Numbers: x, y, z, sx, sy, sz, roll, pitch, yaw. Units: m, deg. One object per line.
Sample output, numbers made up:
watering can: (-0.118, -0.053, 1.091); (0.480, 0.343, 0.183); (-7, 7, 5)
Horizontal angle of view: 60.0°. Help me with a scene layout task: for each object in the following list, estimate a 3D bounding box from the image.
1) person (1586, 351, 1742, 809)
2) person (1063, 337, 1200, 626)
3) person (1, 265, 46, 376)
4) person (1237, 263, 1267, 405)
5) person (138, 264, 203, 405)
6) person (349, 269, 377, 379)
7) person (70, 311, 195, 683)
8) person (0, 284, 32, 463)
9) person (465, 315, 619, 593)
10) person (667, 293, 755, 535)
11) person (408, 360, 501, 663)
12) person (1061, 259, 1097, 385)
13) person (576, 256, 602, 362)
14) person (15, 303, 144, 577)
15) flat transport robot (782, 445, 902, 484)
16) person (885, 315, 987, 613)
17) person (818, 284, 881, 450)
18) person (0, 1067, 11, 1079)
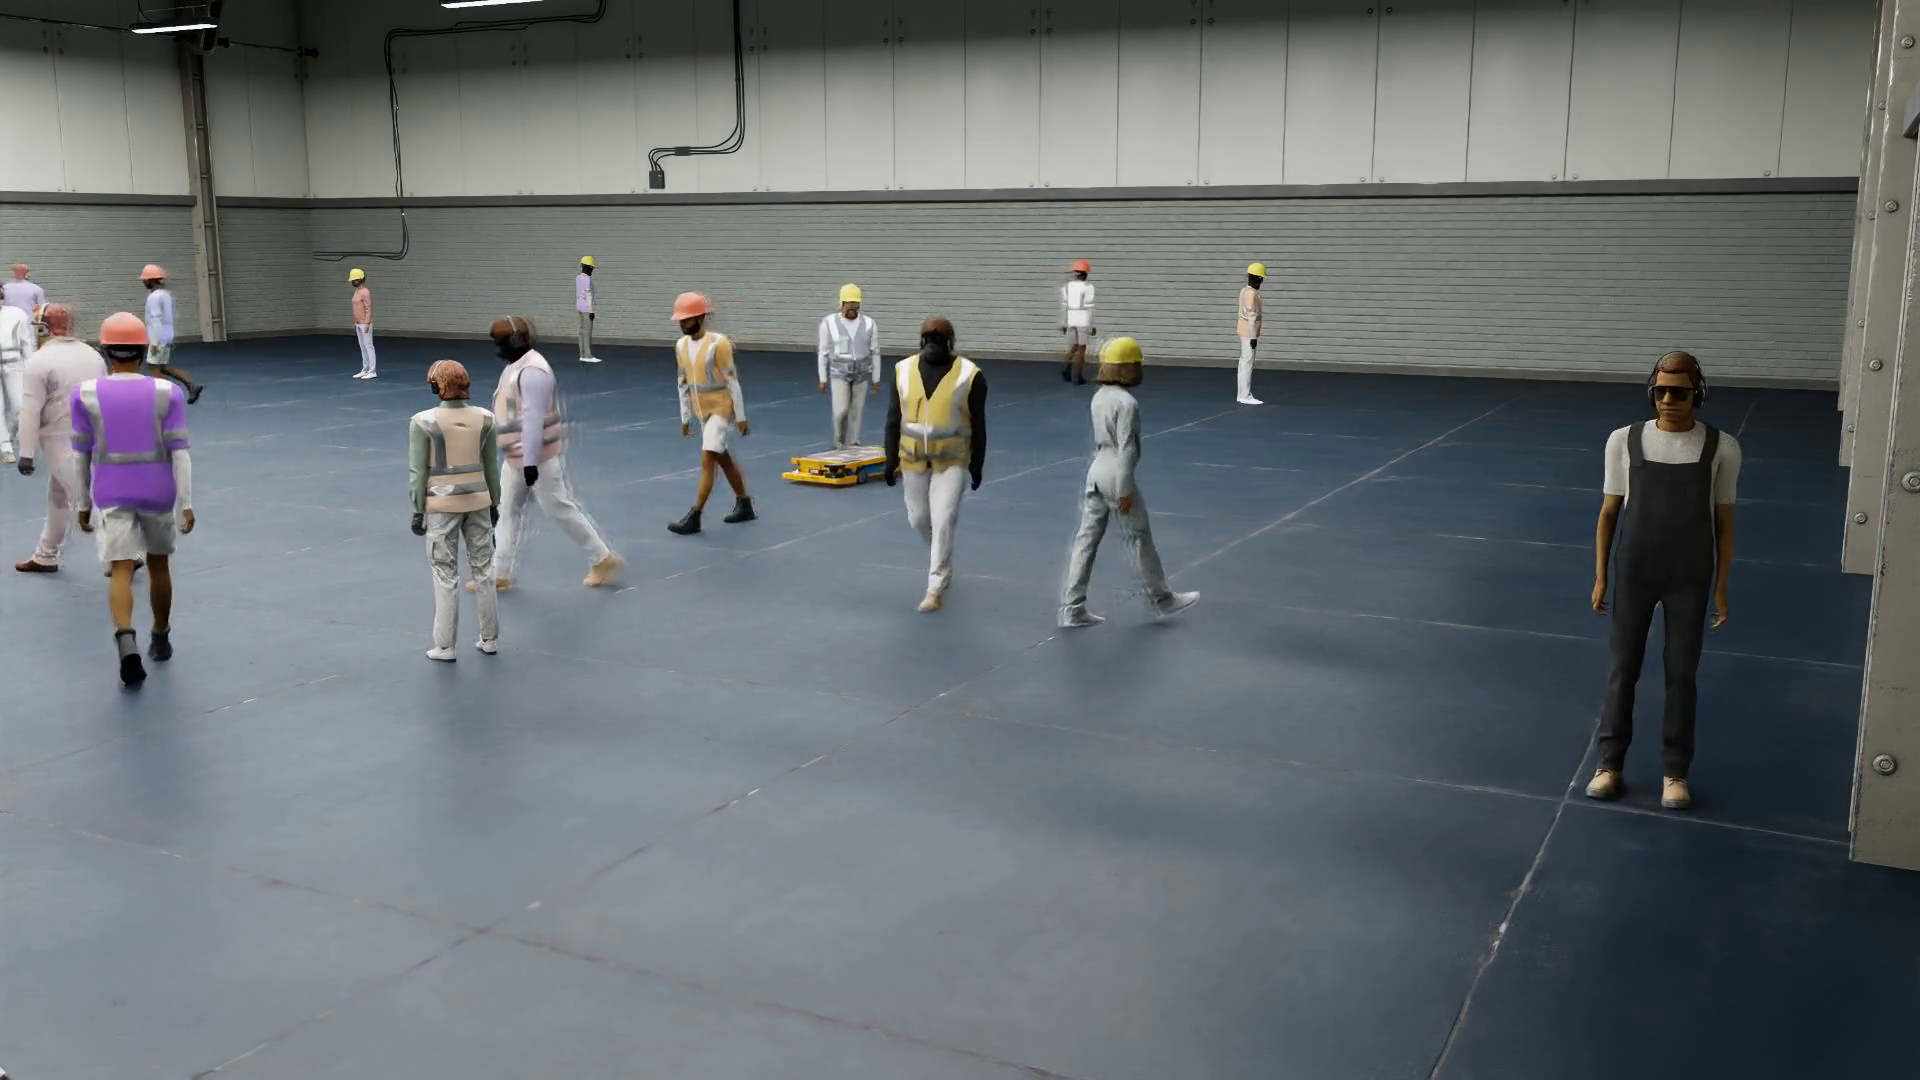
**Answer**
person: (2.825, 0.162, 6.695); (0.513, 1.844, 0.328); (5, 11, 25)
person: (0.991, -0.340, 9.804); (0.873, 1.693, 0.508); (-5, 11, -24)
person: (-14.409, -3.327, 25.732); (0.648, 1.846, 1.040); (0, 10, 0)
person: (3.977, -2.811, 22.707); (0.381, 1.918, 0.585); (0, 10, 1)
person: (-10.445, -2.655, 21.861); (0.671, 1.920, 0.548); (-1, 10, -8)
person: (-9.612, -3.467, 26.725); (0.327, 1.760, 0.523); (-8, 13, -38)
person: (-4.316, -0.230, 8.684); (0.561, 1.912, 0.907); (-5, 11, -24)
person: (-9.716, -1.714, 16.845); (0.608, 1.872, 0.450); (-8, 13, -35)
person: (-2.718, -0.558, 10.762); (0.946, 1.801, 0.650); (-5, 12, -27)
person: (-1.959, -1.003, 13.042); (0.563, 1.863, 0.960); (9, 14, 41)
person: (-2.724, -0.158, 9.021); (0.514, 1.634, 0.312); (-10, 14, -43)
person: (1.848, -3.348, 25.606); (0.554, 1.922, 0.419); (10, 14, 42)
person: (-6.772, -4.191, 30.231); (0.377, 1.918, 0.585); (-6, 12, -30)
person: (-5.972, -0.658, 11.161); (1.004, 1.859, 0.650); (1, 10, 8)
flat transport robot: (-0.989, -0.724, 15.824); (0.652, 0.197, 1.431); (7, 12, 33)
person: (-0.141, -0.508, 10.448); (0.628, 1.819, 0.849); (3, 11, 17)
person: (-1.087, -1.635, 16.557); (0.622, 1.816, 0.433); (-3, 11, -18)
person: (-2.810, 0.727, 4.309); (0.847, 1.582, 0.515); (1, 10, 6)
